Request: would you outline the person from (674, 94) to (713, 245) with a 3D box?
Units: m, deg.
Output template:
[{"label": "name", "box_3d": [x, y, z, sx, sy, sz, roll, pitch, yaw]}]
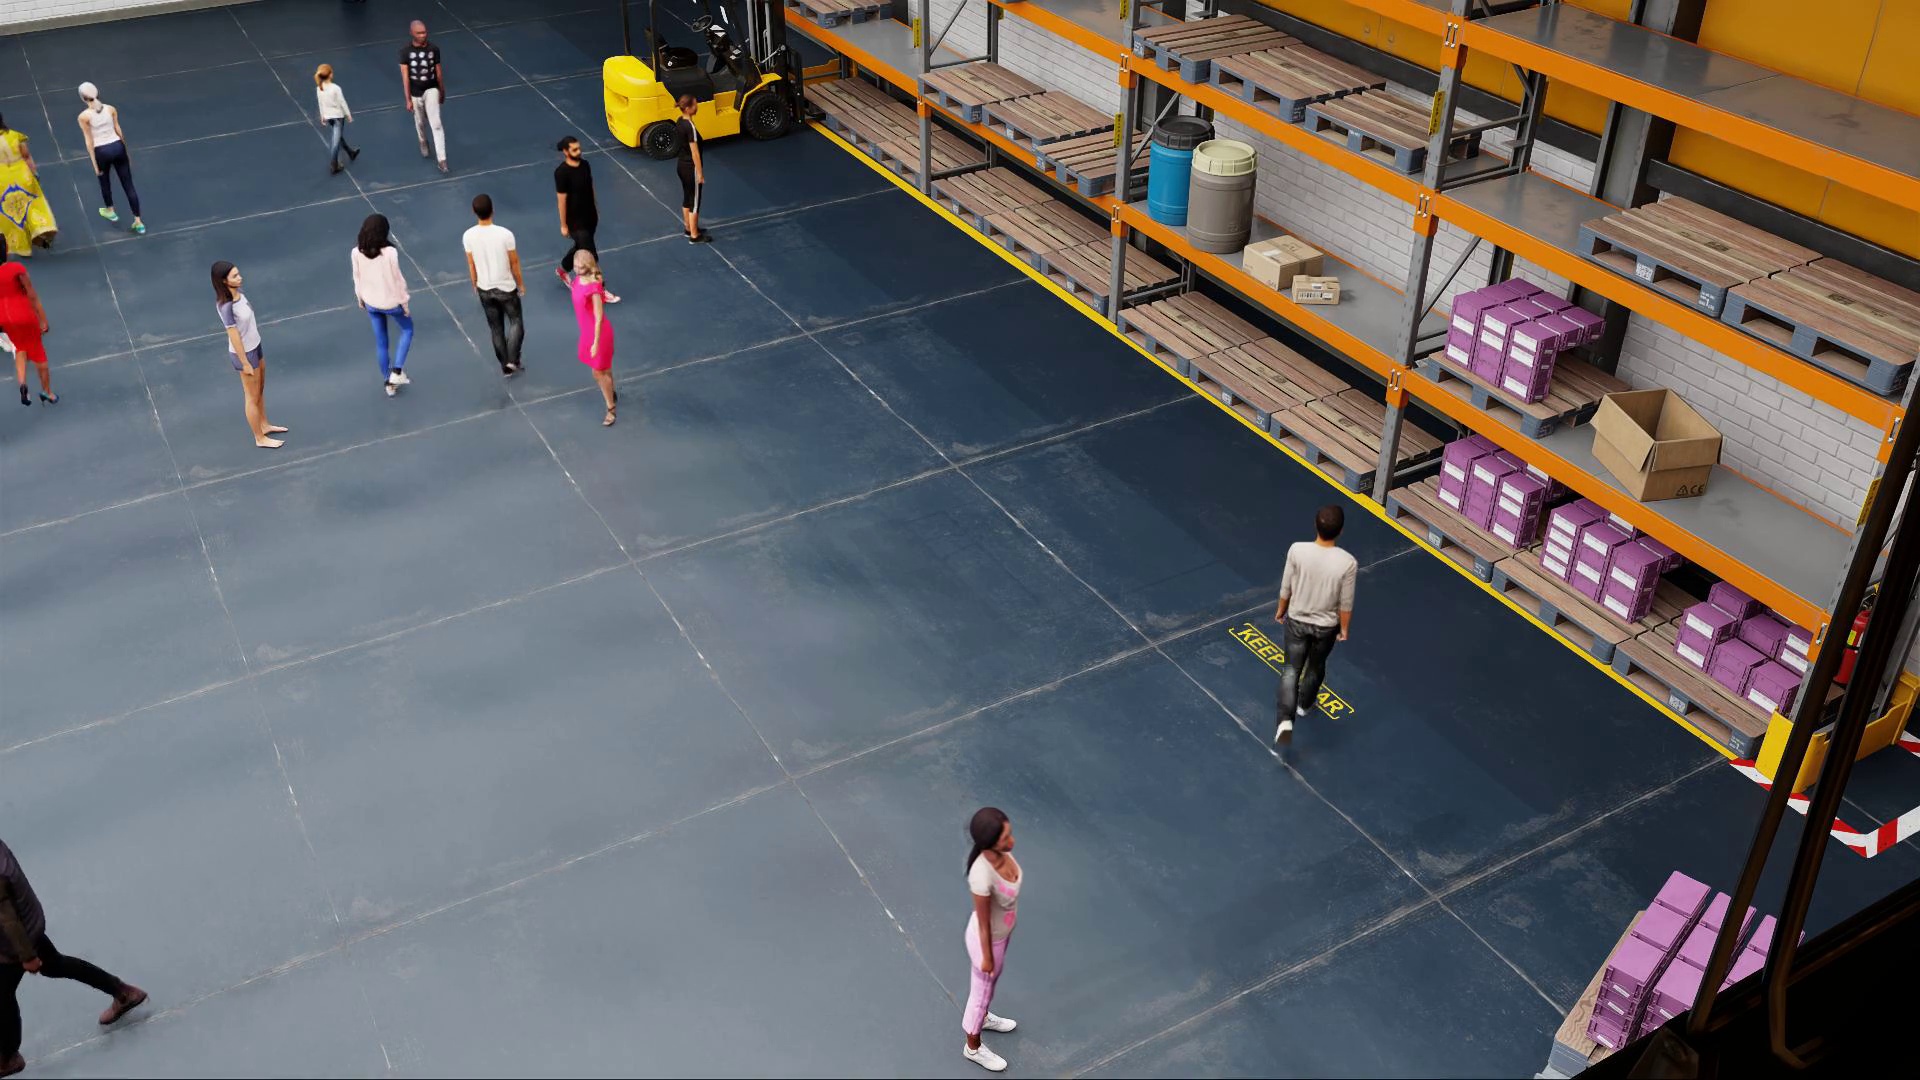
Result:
[{"label": "person", "box_3d": [-2.986, -4.104, 18.355, 0.646, 1.667, 0.460, -16, 37, -23]}]

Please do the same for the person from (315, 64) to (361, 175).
[{"label": "person", "box_3d": [-7.626, -5.079, 20.160, 0.833, 1.291, 0.891, 9, 35, 13]}]

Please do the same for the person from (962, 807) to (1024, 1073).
[{"label": "person", "box_3d": [0.162, 2.110, 8.940, 0.717, 1.741, 0.649, 7, 34, 11]}]

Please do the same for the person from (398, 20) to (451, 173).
[{"label": "person", "box_3d": [-6.551, -5.444, 20.277, 0.750, 1.770, 1.254, -13, 36, -18]}]

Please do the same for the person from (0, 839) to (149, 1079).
[{"label": "person", "box_3d": [-4.978, 2.090, 8.921, 0.811, 1.795, 1.127, -20, 38, -27]}]

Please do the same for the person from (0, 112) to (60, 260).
[{"label": "person", "box_3d": [-10.172, -3.832, 17.964, 0.989, 1.645, 0.889, 26, 41, 33]}]

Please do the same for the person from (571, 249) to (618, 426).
[{"label": "person", "box_3d": [-3.258, -1.854, 14.947, 0.802, 1.692, 0.546, -12, 36, -18]}]

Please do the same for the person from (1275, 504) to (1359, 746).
[{"label": "person", "box_3d": [2.353, 0.585, 11.188, 1.077, 1.790, 1.097, 12, 36, 18]}]

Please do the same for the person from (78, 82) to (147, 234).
[{"label": "person", "box_3d": [-9.410, -4.223, 18.530, 0.809, 1.671, 1.102, -29, 43, -36]}]

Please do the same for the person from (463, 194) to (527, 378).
[{"label": "person", "box_3d": [-4.355, -2.319, 15.558, 0.795, 1.790, 0.849, -2, 34, -2]}]

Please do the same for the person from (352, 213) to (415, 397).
[{"label": "person", "box_3d": [-5.306, -2.117, 15.294, 0.827, 1.745, 0.859, 3, 34, 4]}]

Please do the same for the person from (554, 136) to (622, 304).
[{"label": "person", "box_3d": [-3.963, -3.307, 17.094, 1.205, 1.735, 1.031, 15, 37, 22]}]

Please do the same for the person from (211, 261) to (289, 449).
[{"label": "person", "box_3d": [-6.263, -1.644, 14.592, 0.708, 1.734, 0.566, -5, 34, -8]}]

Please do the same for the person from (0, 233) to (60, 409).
[{"label": "person", "box_3d": [-8.545, -1.936, 15.036, 0.753, 1.731, 0.840, -1, 34, -2]}]
